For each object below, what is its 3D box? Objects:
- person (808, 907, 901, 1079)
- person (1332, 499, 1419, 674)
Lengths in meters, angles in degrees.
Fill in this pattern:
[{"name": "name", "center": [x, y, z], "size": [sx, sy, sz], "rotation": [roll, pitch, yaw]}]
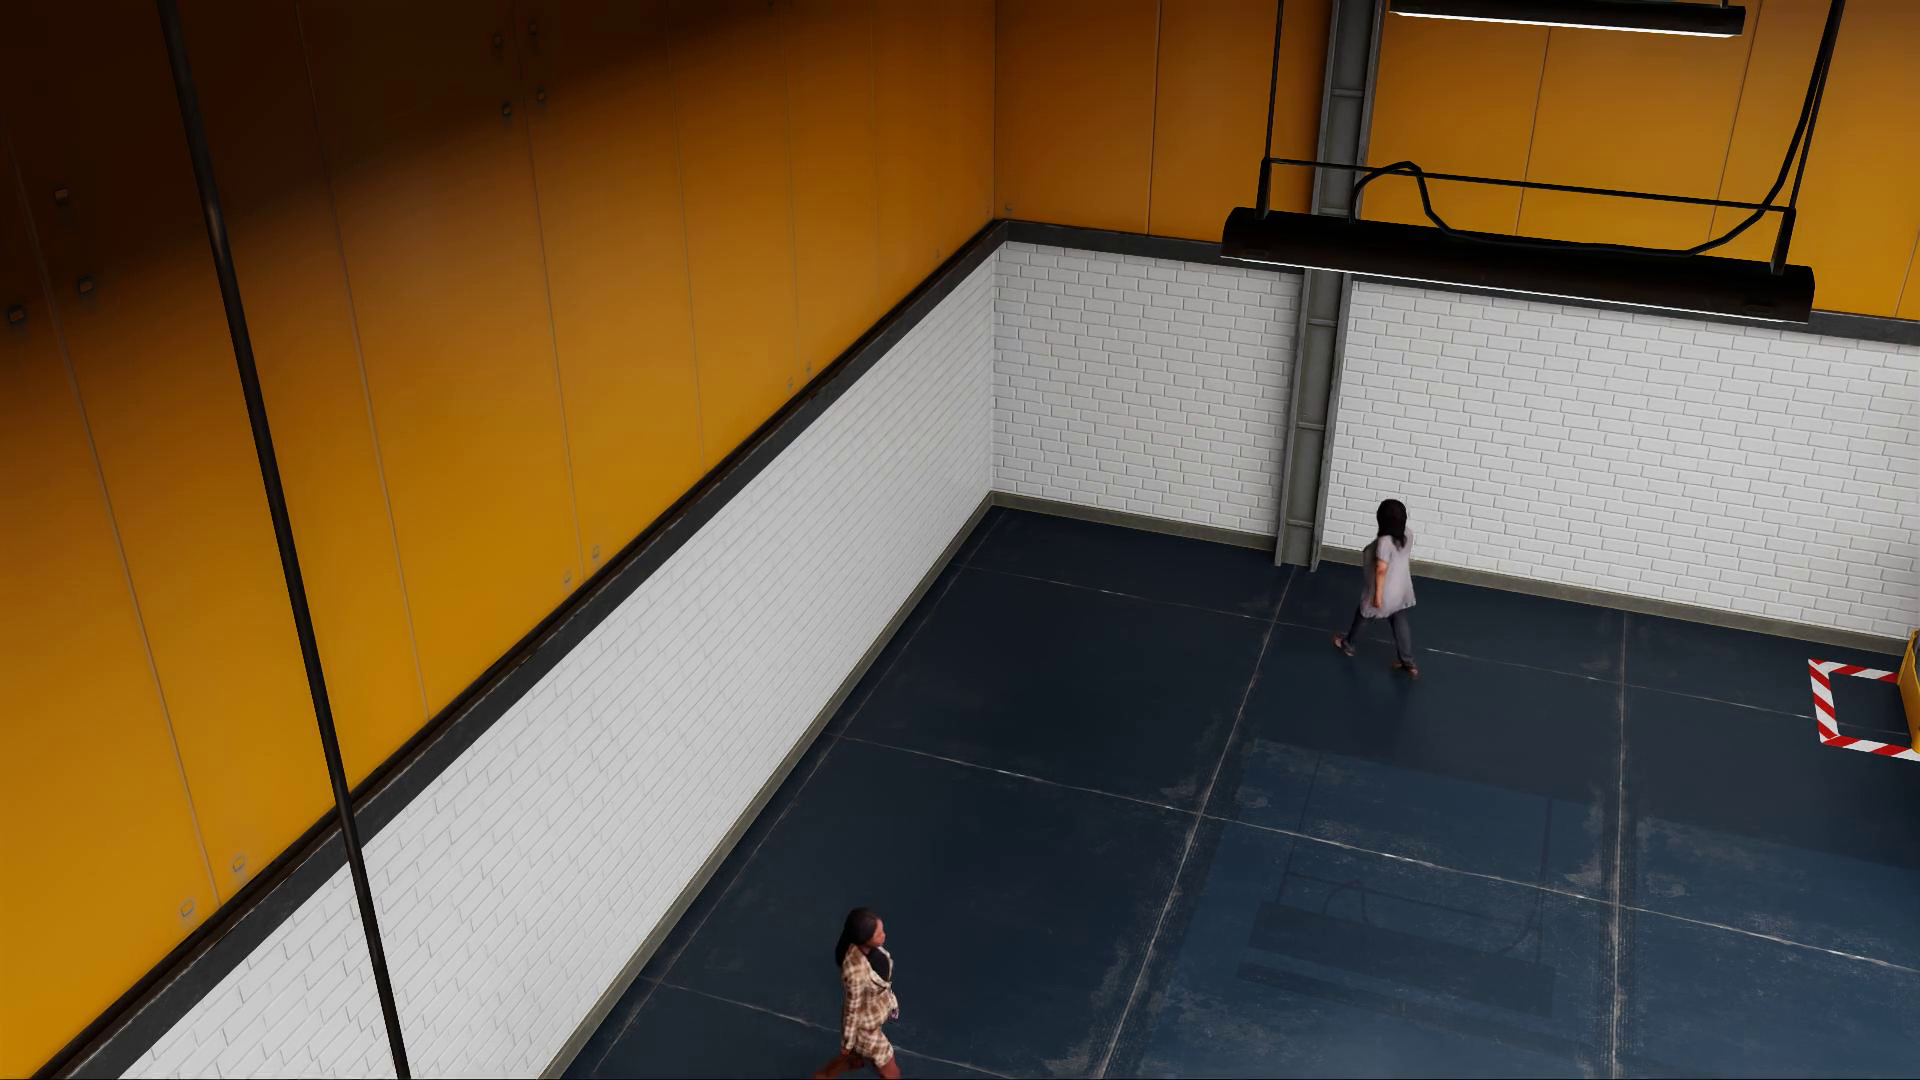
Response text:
[{"name": "person", "center": [-0.630, 2.791, 9.543], "size": [1.122, 1.765, 0.788], "rotation": [1, 29, 3]}, {"name": "person", "center": [3.678, 0.428, 14.080], "size": [0.970, 1.569, 1.158], "rotation": [-22, 35, -34]}]
